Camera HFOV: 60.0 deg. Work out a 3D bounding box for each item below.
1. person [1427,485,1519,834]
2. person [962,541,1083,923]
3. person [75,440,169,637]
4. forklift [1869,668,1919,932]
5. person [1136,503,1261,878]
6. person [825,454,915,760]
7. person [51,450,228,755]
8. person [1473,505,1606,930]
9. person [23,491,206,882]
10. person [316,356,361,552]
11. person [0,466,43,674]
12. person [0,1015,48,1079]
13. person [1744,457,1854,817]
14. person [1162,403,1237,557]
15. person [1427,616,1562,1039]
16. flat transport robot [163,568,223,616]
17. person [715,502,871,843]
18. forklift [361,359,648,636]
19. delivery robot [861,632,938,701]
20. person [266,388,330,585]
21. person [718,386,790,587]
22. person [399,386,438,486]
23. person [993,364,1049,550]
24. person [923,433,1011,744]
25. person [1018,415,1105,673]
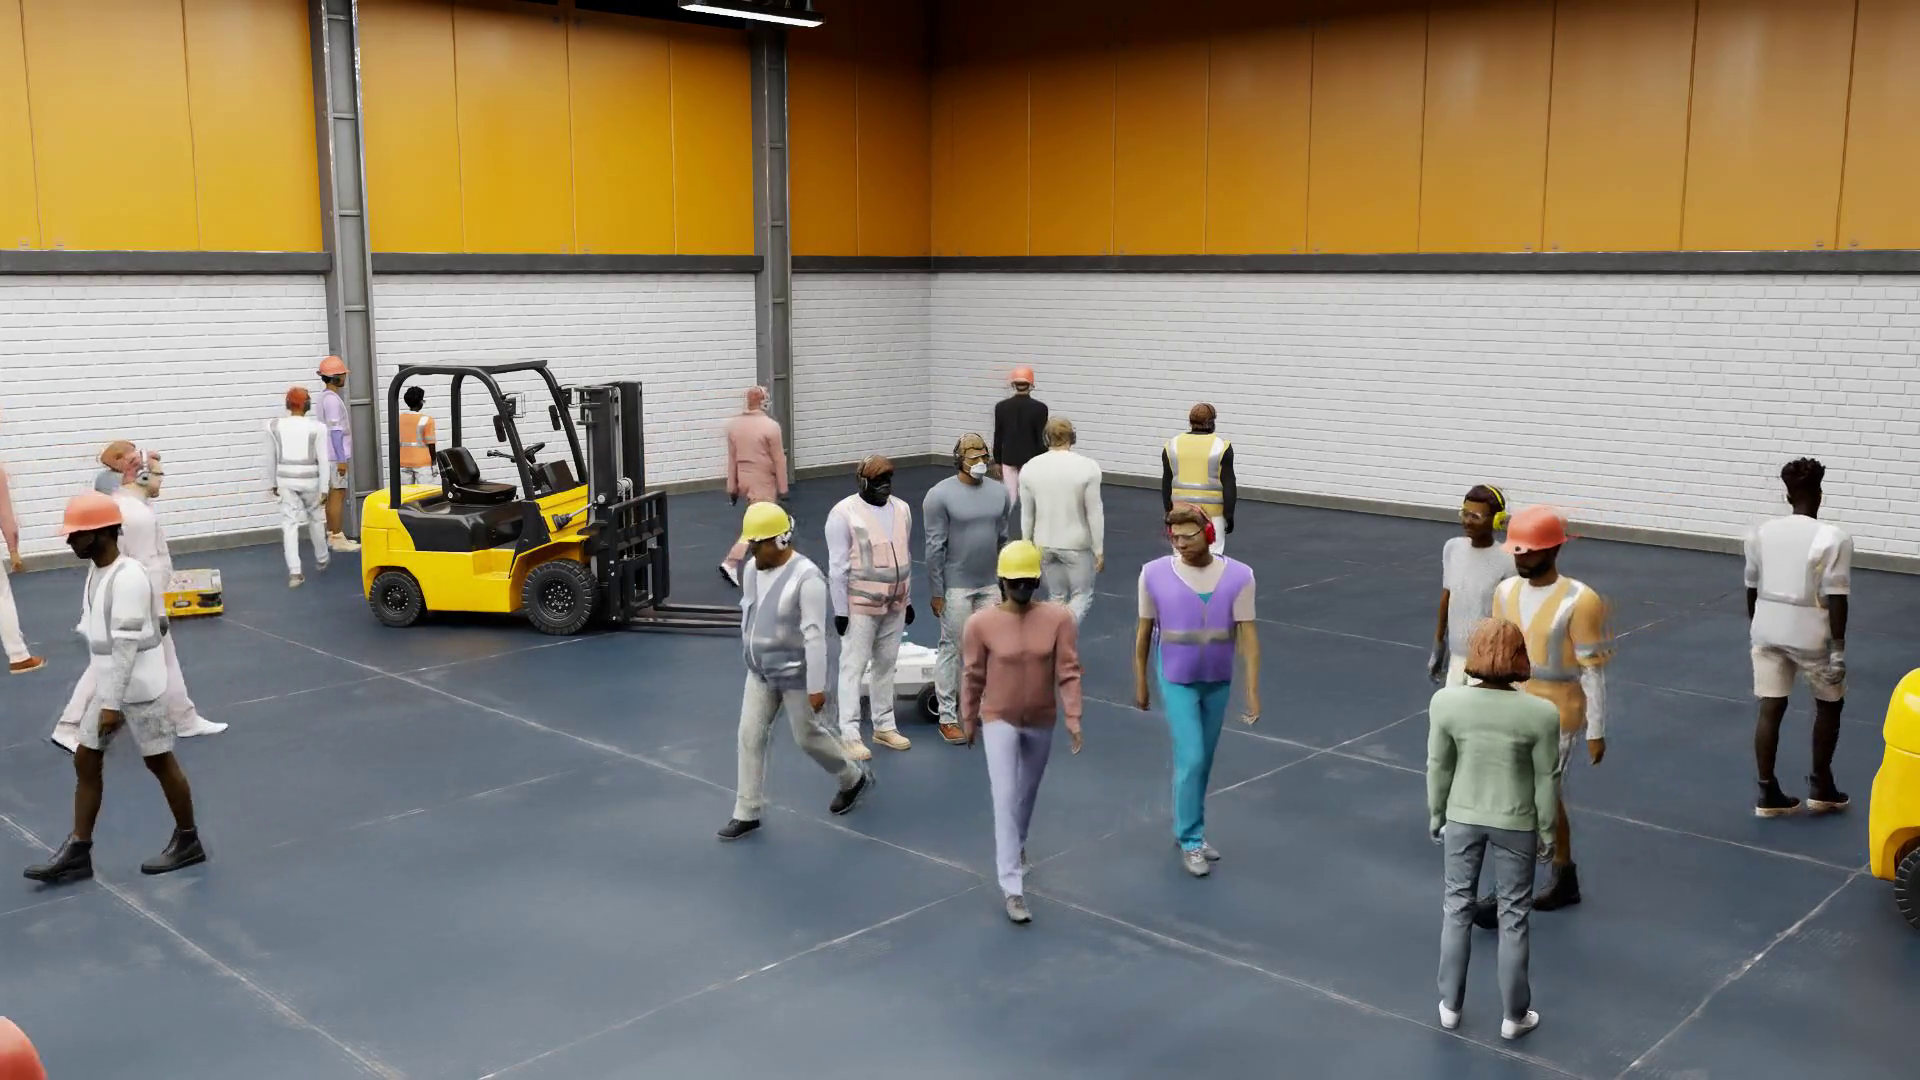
[{"bbox_3d":[2.769,0.605,8.794,0.665,1.849,0.531,-5,11,-29],"label":"person"},{"bbox_3d":[0.275,0.835,7.780,0.526,1.718,0.921,-2,10,-13],"label":"person"},{"bbox_3d":[-6.794,-0.012,13.365,0.513,1.585,0.829,6,11,32],"label":"person"},{"bbox_3d":[5.205,0.723,7.013,2.313,2.155,1.214,9,13,43],"label":"forklift"},{"bbox_3d":[1.182,0.732,8.124,0.548,1.812,0.657,-2,10,-15],"label":"person"},{"bbox_3d":[-0.514,0.396,10.095,0.627,1.843,0.429,-9,13,-42],"label":"person"},{"bbox_3d":[-5.130,0.380,10.223,0.995,1.850,0.662,-6,11,-34],"label":"person"},{"bbox_3d":[2.516,0.793,7.480,0.914,1.893,0.577,-5,10,-26],"label":"person"},{"bbox_3d":[-4.093,0.722,7.931,0.568,1.901,0.886,8,12,41],"label":"person"},{"bbox_3d":[-6.503,-0.895,17.374,0.357,2.047,0.615,-5,11,-29],"label":"person"},{"bbox_3d":[-7.175,0.046,11.980,0.820,1.942,0.568,-2,9,-10],"label":"person"},{"bbox_3d":[-1.510,1.642,2.271,0.639,1.927,1.025,5,11,30],"label":"person"},{"bbox_3d":[4.577,0.524,9.014,0.740,1.933,0.644,-6,11,-32],"label":"person"},{"bbox_3d":[2.009,-0.228,13.925,0.633,1.839,0.429,5,10,26],"label":"person"},{"bbox_3d":[2.045,1.101,6.403,0.497,1.635,0.286,5,10,27],"label":"person"},{"bbox_3d":[-6.835,0.447,14.582,0.652,0.197,1.431,-4,10,-24],"label":"flat transport robot"},{"bbox_3d":[-0.872,0.652,8.726,0.629,1.784,0.881,9,13,42],"label":"person"},{"bbox_3d":[-3.850,-0.407,13.936,2.313,2.155,1.214,2,9,11],"label":"forklift"},{"bbox_3d":[-0.392,0.849,10.961,0.707,0.478,0.477,-1,9,-4],"label":"delivery robot"},{"bbox_3d":[-6.263,-0.534,15.817,0.586,1.823,1.011,-2,9,-11],"label":"person"},{"bbox_3d":[-1.934,-0.510,15.593,0.926,1.872,0.631,-9,13,-44],"label":"person"},{"bbox_3d":[-5.884,-0.816,17.999,0.532,1.691,0.321,3,10,18],"label":"person"},{"bbox_3d":[0.600,-0.815,17.110,0.613,1.977,0.801,4,10,22],"label":"person"},{"bbox_3d":[0.066,0.294,10.423,0.630,1.940,0.372,-7,11,-35],"label":"person"},{"bbox_3d":[0.703,0.070,11.872,0.661,1.913,0.552,4,10,25],"label":"person"}]
